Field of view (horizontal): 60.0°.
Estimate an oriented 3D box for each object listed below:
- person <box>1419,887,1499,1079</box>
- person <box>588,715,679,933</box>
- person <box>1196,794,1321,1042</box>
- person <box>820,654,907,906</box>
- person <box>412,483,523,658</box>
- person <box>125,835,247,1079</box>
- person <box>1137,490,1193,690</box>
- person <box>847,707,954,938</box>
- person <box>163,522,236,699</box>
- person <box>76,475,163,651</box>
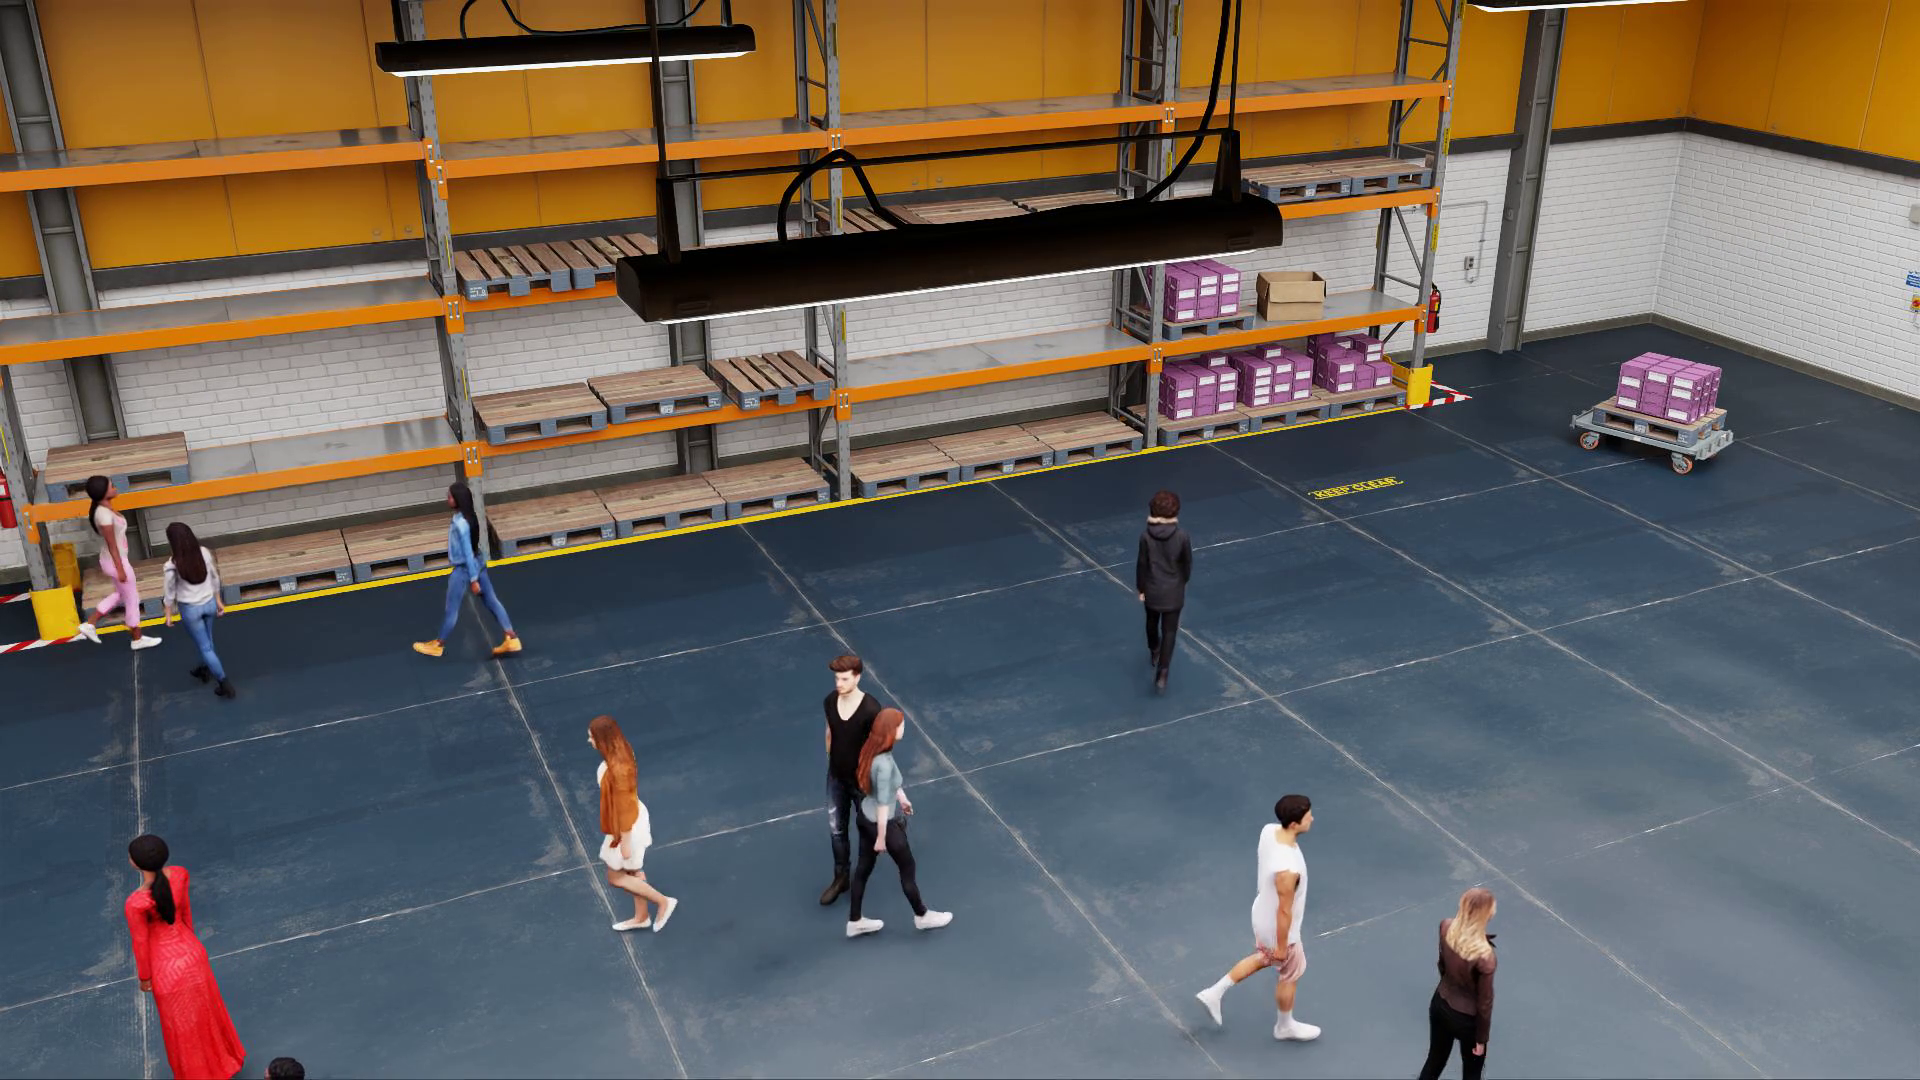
[{"bbox_3d":[2.776,2.698,9.394,0.723,1.699,0.617,-12,26,-25],"label":"person"},{"bbox_3d":[-2.158,1.918,11.180,0.793,1.697,0.735,-5,24,-11],"label":"person"},{"bbox_3d":[1.854,2.322,10.167,1.099,1.770,0.868,-2,24,-3],"label":"person"},{"bbox_3d":[-0.683,1.612,11.661,1.054,1.874,1.219,14,27,30],"label":"person"},{"bbox_3d":[-4.294,0.307,14.901,1.252,1.668,0.888,-3,24,-7],"label":"person"},{"bbox_3d":[-4.585,2.504,9.731,0.809,1.785,0.759,6,24,13],"label":"person"},{"bbox_3d":[1.770,0.458,14.449,1.110,1.754,1.105,5,24,12],"label":"person"},{"bbox_3d":[-0.616,1.928,11.142,0.970,1.711,0.652,-7,25,-16],"label":"person"},{"bbox_3d":[-6.491,0.625,14.257,0.968,1.603,0.956,13,27,27],"label":"person"},{"bbox_3d":[-7.701,0.241,14.983,0.918,1.724,0.667,-15,28,-30],"label":"person"}]
